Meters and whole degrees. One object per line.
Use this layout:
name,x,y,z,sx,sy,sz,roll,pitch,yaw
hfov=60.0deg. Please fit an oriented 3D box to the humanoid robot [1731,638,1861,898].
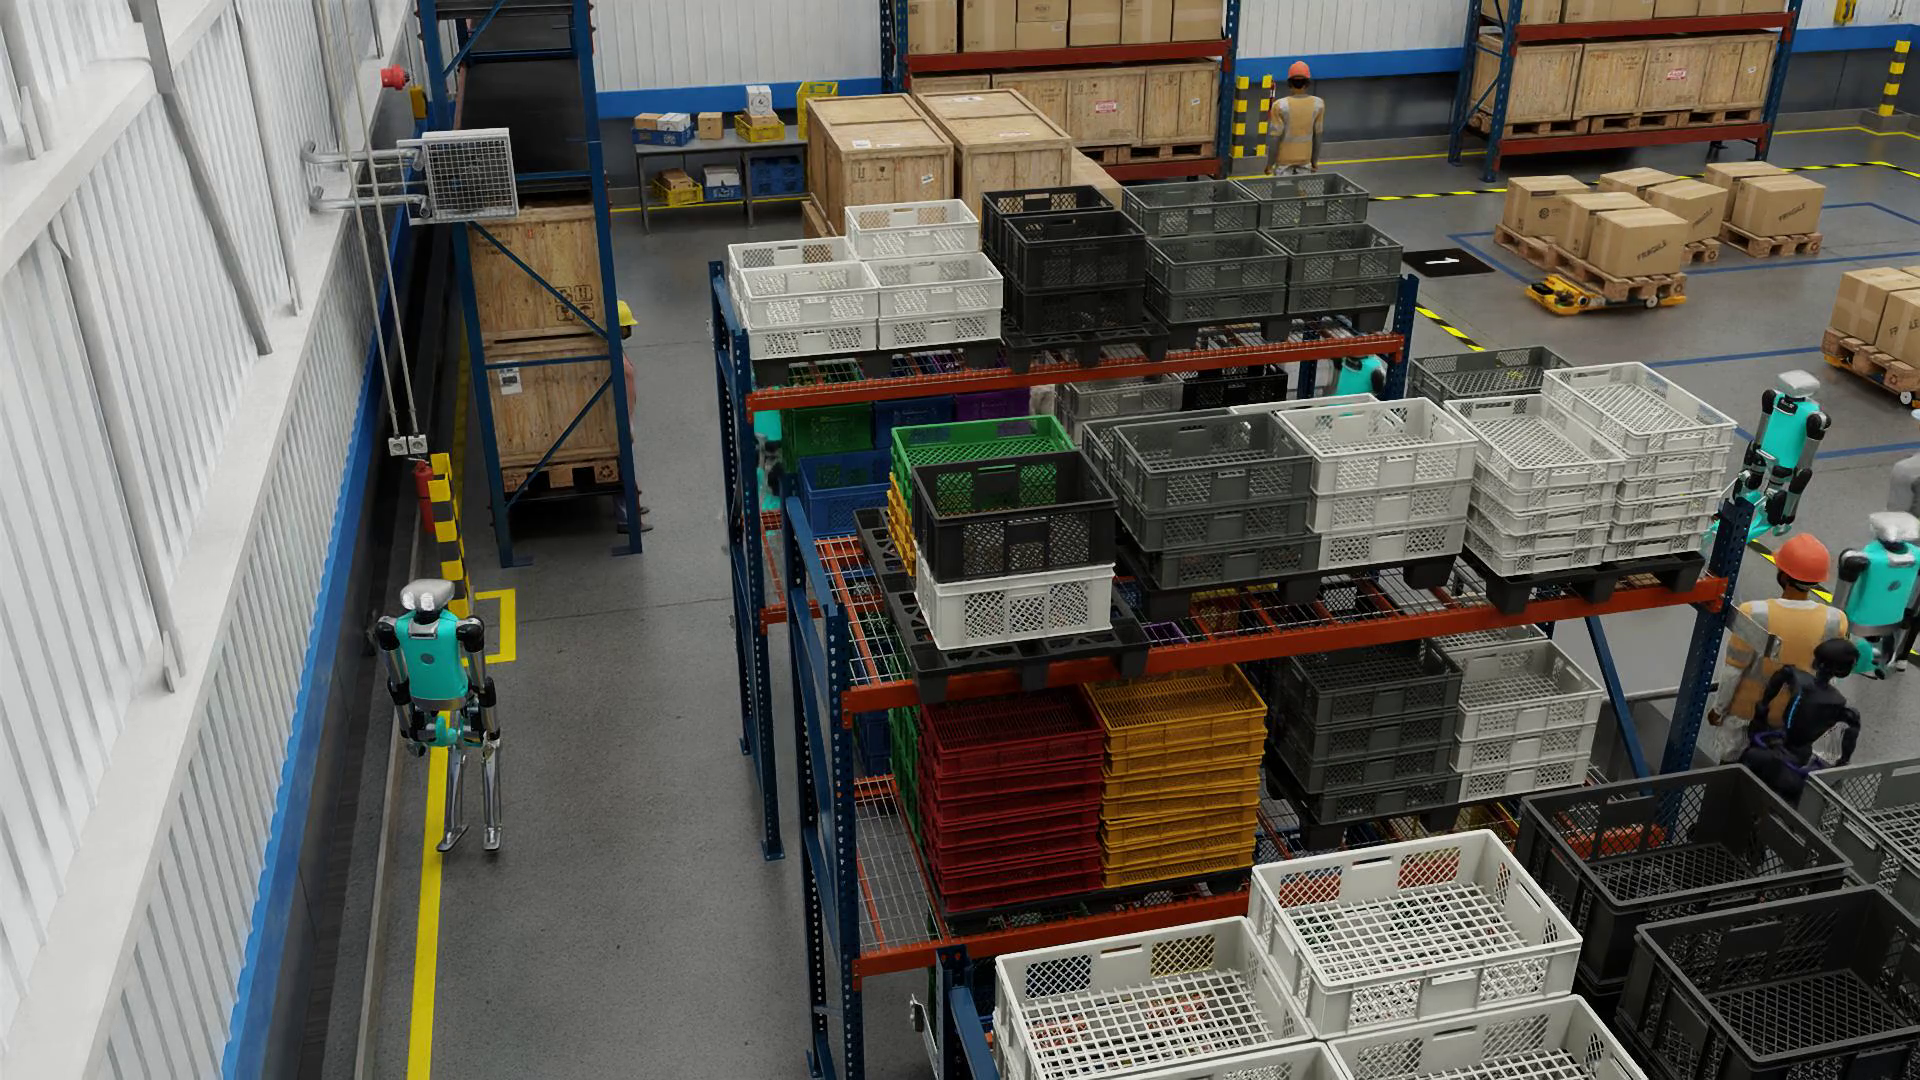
humanoid robot,4.153,1.169,8.350,0.608,1.639,0.613,-12,30,-21

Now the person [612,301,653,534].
person,-2.462,-0.900,12.157,0.337,1.761,0.522,-8,29,-15

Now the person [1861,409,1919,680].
person,5.888,0.003,10.343,0.587,1.853,0.391,-9,29,-16

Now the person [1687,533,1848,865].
person,4.194,0.845,8.649,0.550,1.942,0.340,4,28,7

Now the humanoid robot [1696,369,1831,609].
humanoid robot,5.108,-0.276,10.850,0.735,1.677,0.533,-7,29,-13

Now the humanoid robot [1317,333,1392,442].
humanoid robot,2.579,-0.602,11.613,1.044,1.738,0.556,-13,31,-23

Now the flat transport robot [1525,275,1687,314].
flat transport robot,6.545,-2.538,16.831,1.431,0.197,0.652,-6,28,-12

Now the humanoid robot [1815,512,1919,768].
humanoid robot,4.967,0.591,9.433,0.531,1.875,0.746,-2,28,-3

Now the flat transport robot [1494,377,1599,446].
flat transport robot,4.780,-1.036,14.013,0.659,0.231,1.431,-6,28,-12

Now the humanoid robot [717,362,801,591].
humanoid robot,-1.440,-0.353,11.180,0.542,1.808,0.809,23,35,36

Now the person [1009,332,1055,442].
person,0.451,-0.632,11.570,0.500,1.837,0.341,19,33,31

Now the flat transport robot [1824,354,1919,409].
flat transport robot,8.473,-1.467,14.800,0.652,0.197,1.431,-6,28,-12

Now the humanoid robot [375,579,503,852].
humanoid robot,-2.623,0.849,8.717,0.533,1.677,0.735,1,28,1

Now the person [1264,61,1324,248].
person,3.588,-4.139,18.006,0.613,2.033,0.391,-7,28,-12

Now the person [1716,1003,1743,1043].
person,2.436,2.356,5.859,0.684,1.866,0.403,-14,31,-24
